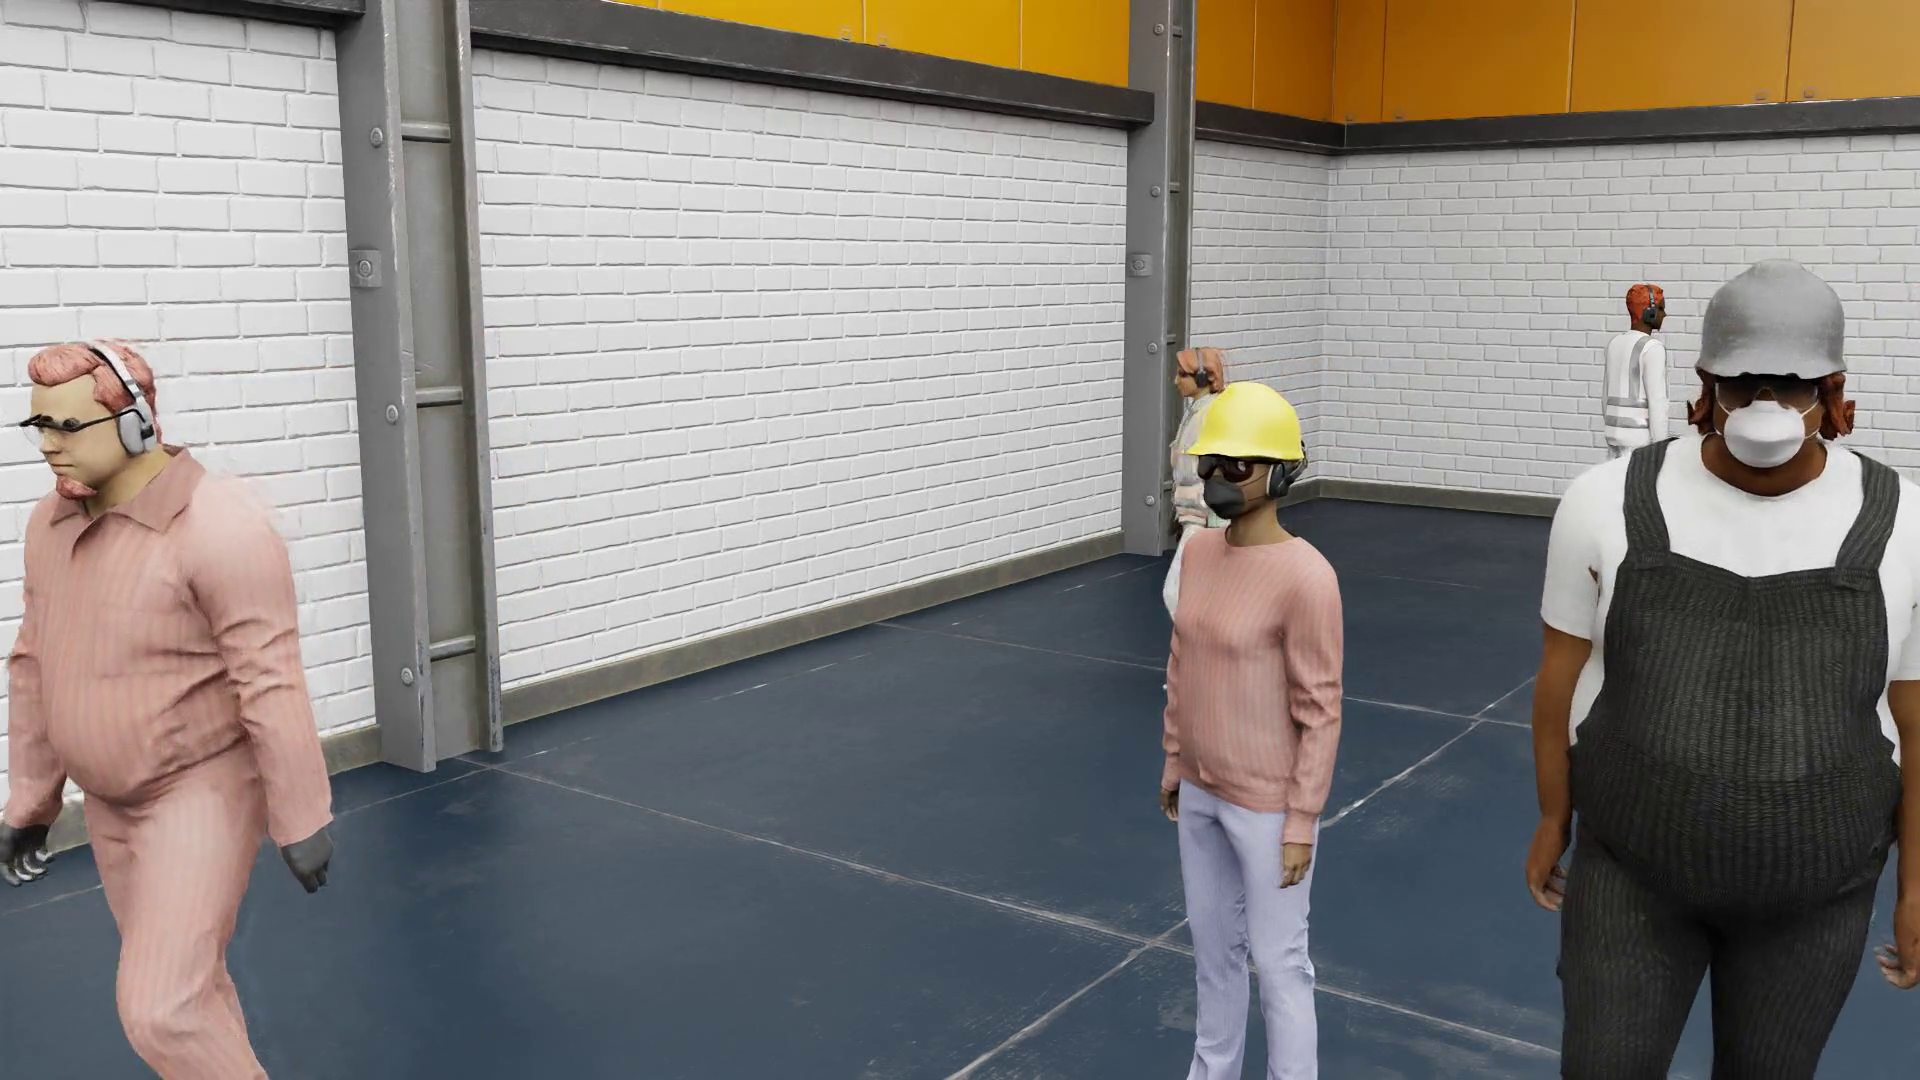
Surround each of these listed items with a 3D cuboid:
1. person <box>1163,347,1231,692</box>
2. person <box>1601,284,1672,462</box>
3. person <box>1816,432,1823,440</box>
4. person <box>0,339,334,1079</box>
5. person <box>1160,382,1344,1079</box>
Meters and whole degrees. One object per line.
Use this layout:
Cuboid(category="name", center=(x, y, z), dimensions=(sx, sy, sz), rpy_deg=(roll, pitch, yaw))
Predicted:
Cuboid(category="person", center=(1.083, -0.076, 7.684), dimensions=(0.389, 1.627, 0.548), rpy_deg=(0, 10, -2))
Cuboid(category="person", center=(4.068, -0.587, 10.008), dimensions=(0.355, 1.882, 0.576), rpy_deg=(-2, 10, -10))
Cuboid(category="person", center=(4.701, -0.524, 9.461), dimensions=(0.353, 1.937, 0.635), rpy_deg=(2, 10, 11))
Cuboid(category="person", center=(-1.608, 0.534, 3.364), dimensions=(0.653, 1.880, 0.496), rpy_deg=(6, 11, 31))
Cuboid(category="person", center=(0.603, 0.544, 3.607), dimensions=(0.303, 1.772, 0.530), rpy_deg=(-5, 11, -27))
